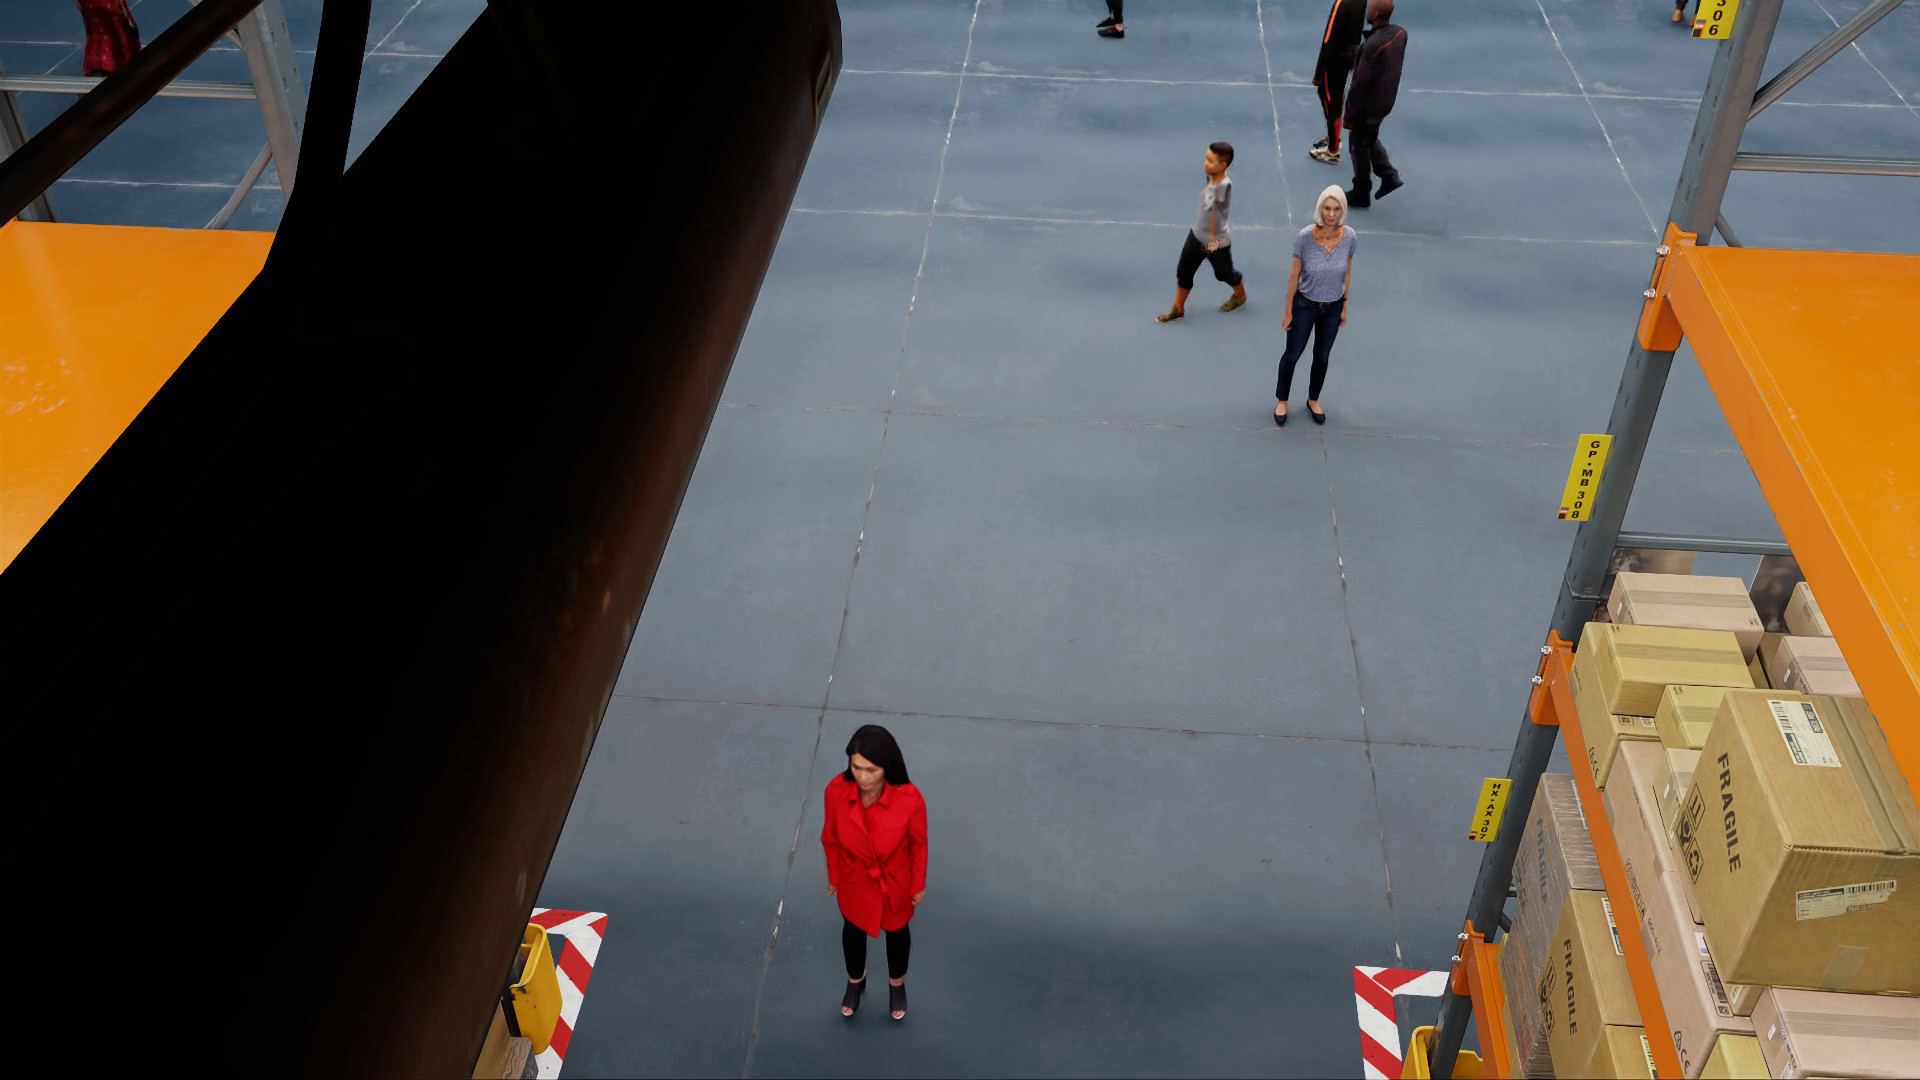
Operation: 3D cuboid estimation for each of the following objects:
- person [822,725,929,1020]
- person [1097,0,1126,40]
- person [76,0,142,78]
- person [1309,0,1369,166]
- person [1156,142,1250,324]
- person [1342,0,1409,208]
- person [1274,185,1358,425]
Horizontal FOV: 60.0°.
[{"bbox_3d":[-0.365,1.461,7.213,0.617,1.747,0.618,5,38,7],"label":"person"},{"bbox_3d":[1.633,-5.851,16.597,0.747,1.698,0.612,12,40,15],"label":"person"},{"bbox_3d":[-8.086,-5.010,15.585,0.636,1.621,0.835,3,38,4],"label":"person"},{"bbox_3d":[3.329,-4.080,14.249,0.820,1.803,0.722,26,45,29],"label":"person"},{"bbox_3d":[1.928,-2.309,12.292,0.935,1.425,1.018,-14,40,-17],"label":"person"},{"bbox_3d":[3.437,-3.514,13.520,0.955,1.810,0.900,31,47,33],"label":"person"},{"bbox_3d":[2.380,-1.569,11.105,0.616,1.722,0.541,-2,38,-2],"label":"person"}]
